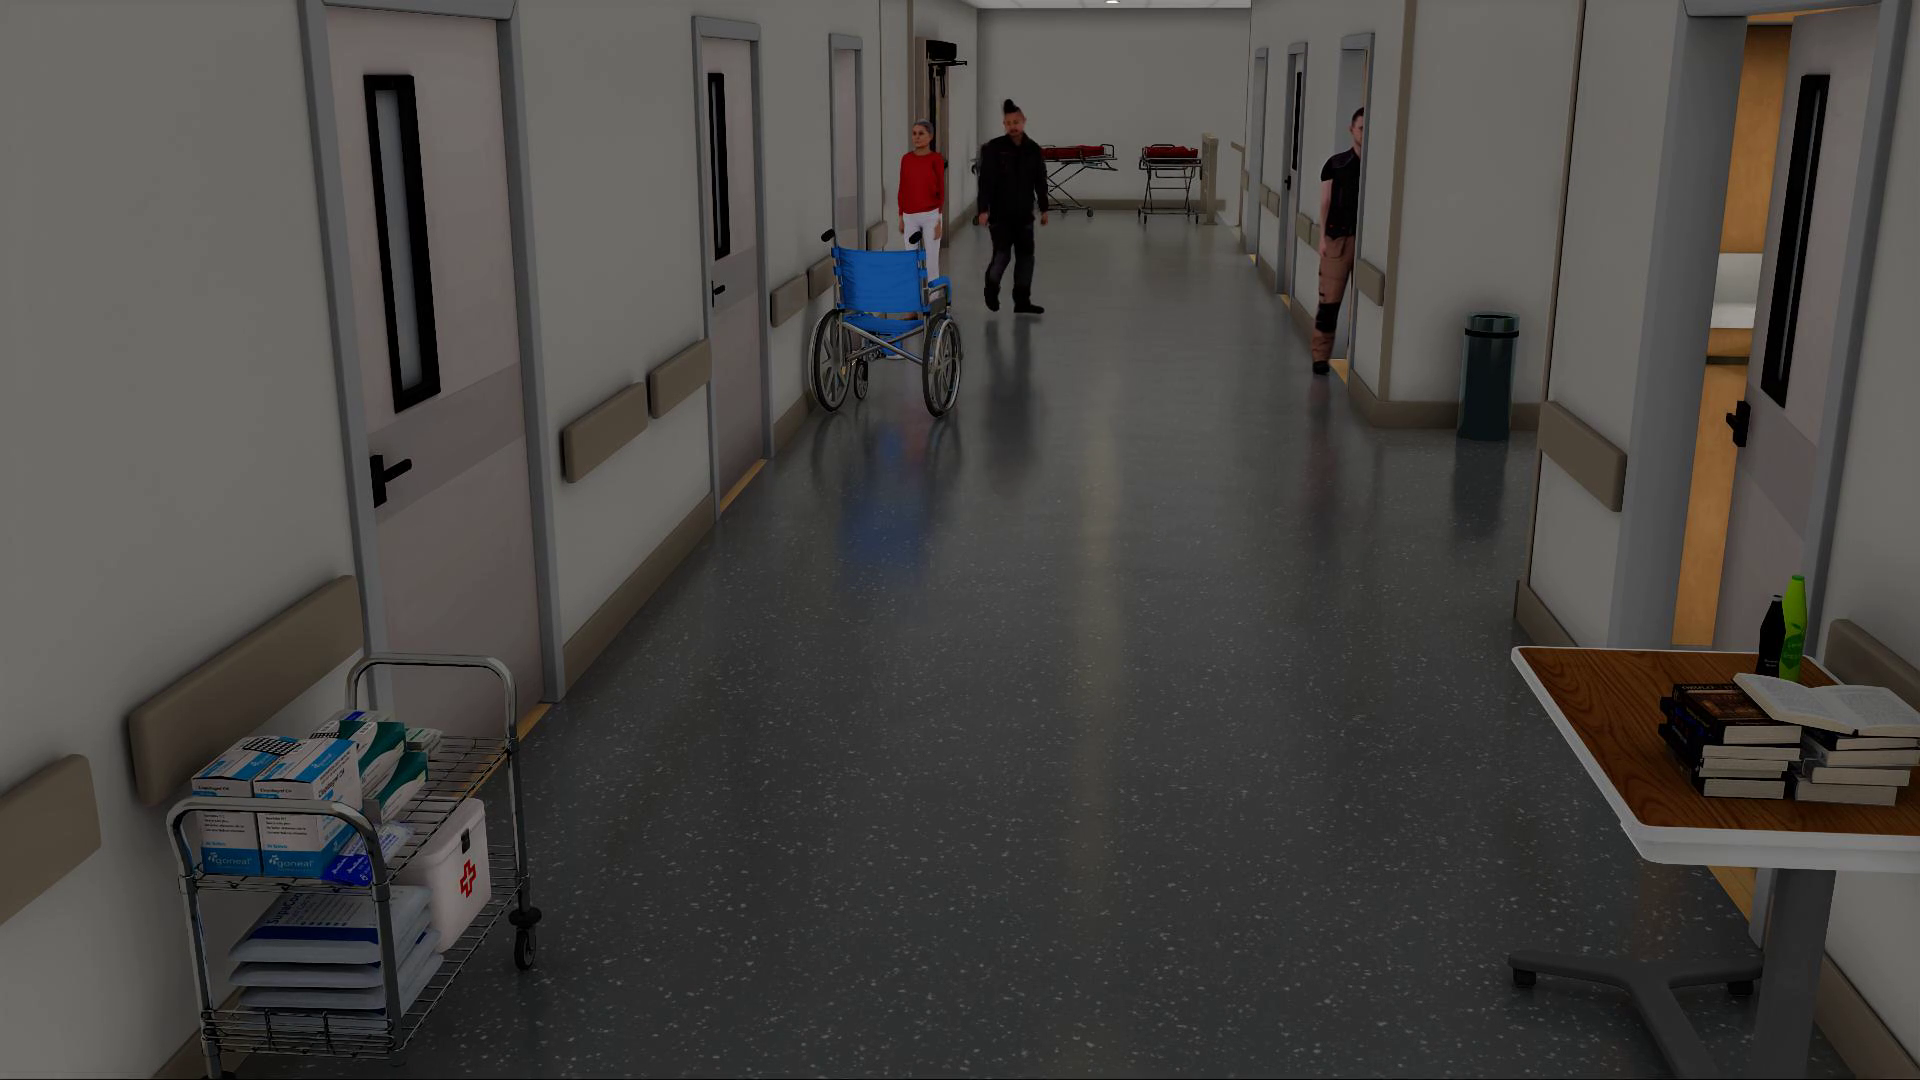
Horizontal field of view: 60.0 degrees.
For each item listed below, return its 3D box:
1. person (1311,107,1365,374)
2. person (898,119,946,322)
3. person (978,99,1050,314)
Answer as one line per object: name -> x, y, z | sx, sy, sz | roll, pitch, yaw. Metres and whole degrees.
person -> 2.763, -2.101, 11.685 | 0.671, 1.839, 0.581 | 1, 16, 2
person -> -0.319, -2.679, 14.003 | 0.587, 1.694, 0.585 | 4, 16, 14
person -> 0.393, -2.862, 14.387 | 0.974, 1.839, 0.975 | -12, 20, -36
